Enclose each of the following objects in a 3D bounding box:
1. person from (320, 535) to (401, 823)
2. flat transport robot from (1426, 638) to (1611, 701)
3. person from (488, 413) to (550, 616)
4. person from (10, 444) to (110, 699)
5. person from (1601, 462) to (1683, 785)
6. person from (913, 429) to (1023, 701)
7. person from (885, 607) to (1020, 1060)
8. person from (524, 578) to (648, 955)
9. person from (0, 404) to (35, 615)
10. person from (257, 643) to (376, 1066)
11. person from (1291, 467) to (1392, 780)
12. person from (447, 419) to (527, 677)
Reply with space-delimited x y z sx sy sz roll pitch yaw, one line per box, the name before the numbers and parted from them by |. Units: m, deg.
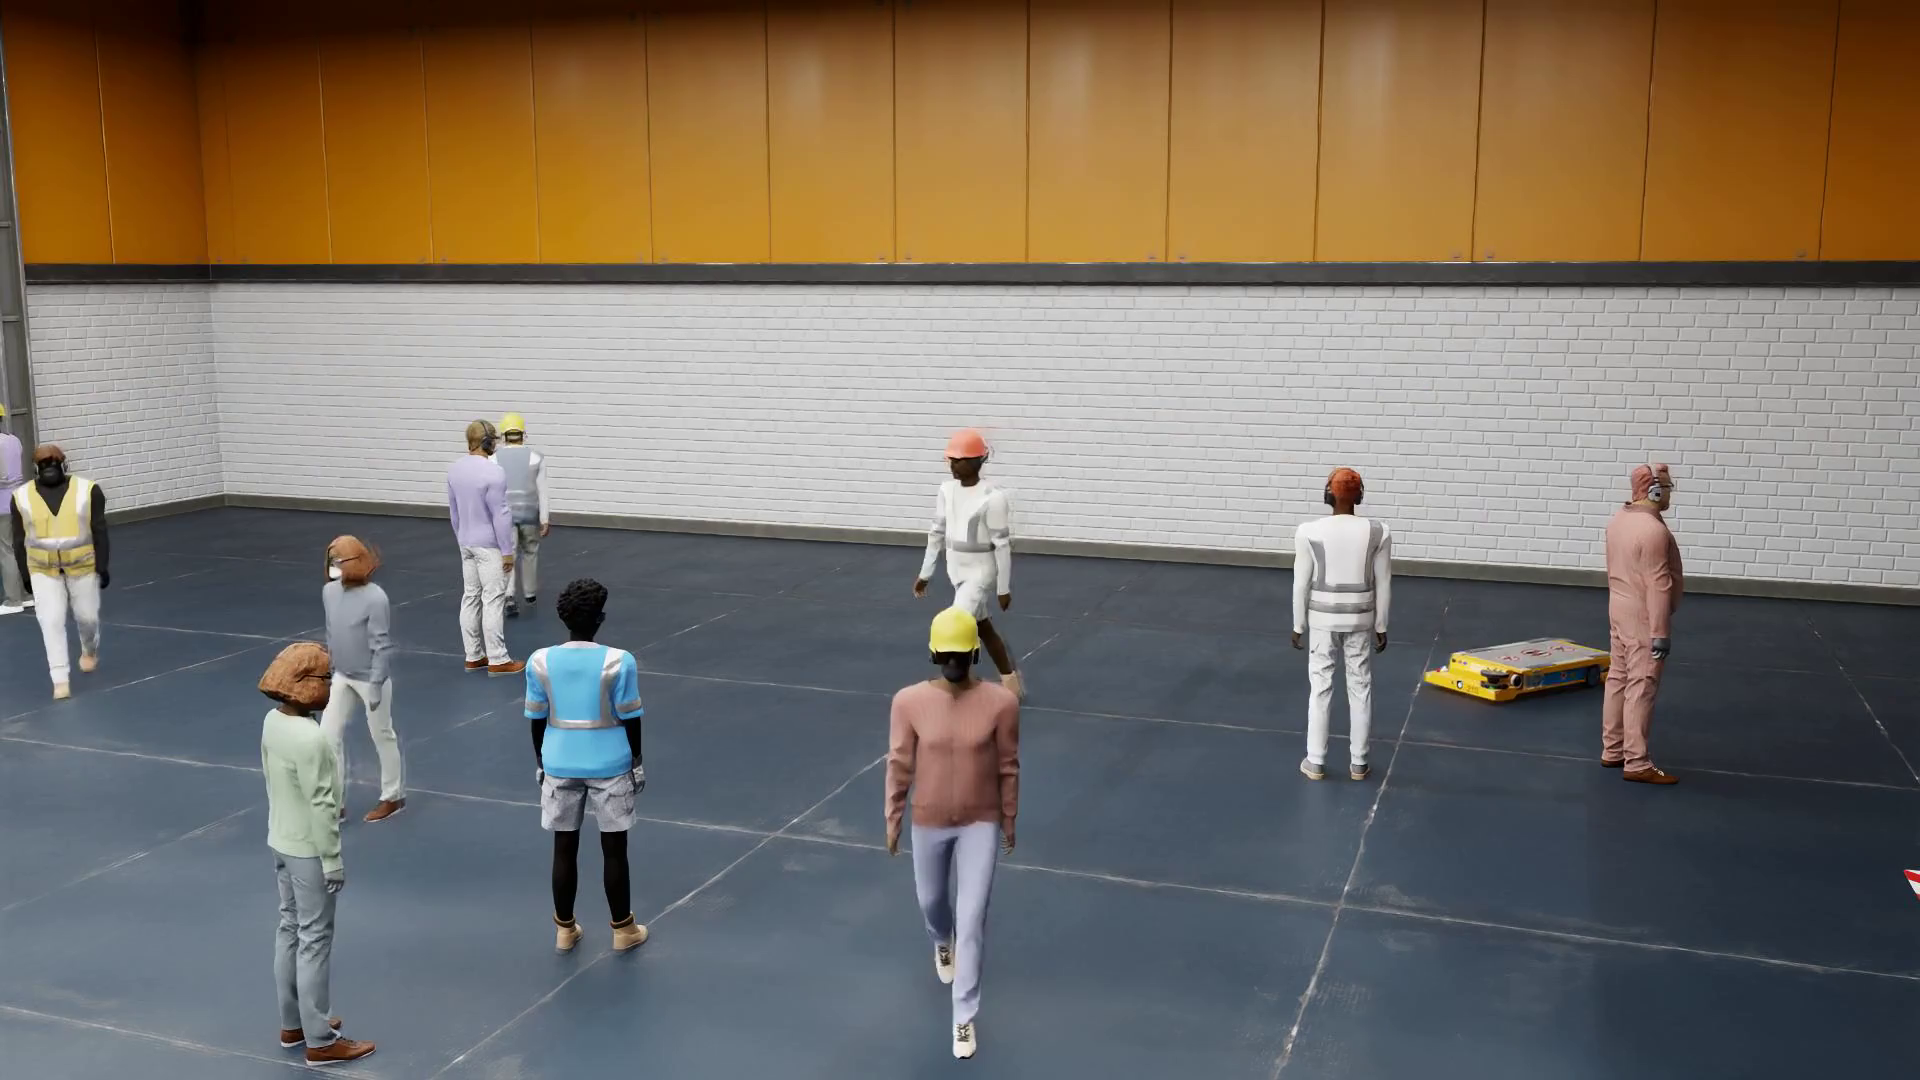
person | -3.335 0.784 9.006 0.530 1.604 0.696 5 10 28
flat transport robot | 4.186 0.936 12.238 1.431 0.197 0.652 -5 11 -30
person | -3.960 -0.232 14.816 0.594 1.791 0.900 -2 9 -12
person | -6.506 0.192 12.079 0.625 1.822 0.795 -4 10 -24
person | 4.095 0.487 9.950 0.410 1.912 0.641 0 9 -2
person | 0.056 0.236 11.301 1.076 1.990 0.606 -6 11 -34
person | -0.026 1.098 6.713 0.532 1.735 0.814 0 9 2
person | -1.648 1.010 7.380 0.531 1.692 0.320 1 9 6
person | -8.517 -0.295 14.751 0.381 1.924 0.593 -1 9 -5
person | -2.508 1.196 6.408 0.287 1.633 0.497 -8 12 -42
person | 2.272 0.503 9.932 0.581 1.884 0.351 1 9 4
person | -3.577 0.059 12.520 0.628 1.940 0.373 7 11 37
